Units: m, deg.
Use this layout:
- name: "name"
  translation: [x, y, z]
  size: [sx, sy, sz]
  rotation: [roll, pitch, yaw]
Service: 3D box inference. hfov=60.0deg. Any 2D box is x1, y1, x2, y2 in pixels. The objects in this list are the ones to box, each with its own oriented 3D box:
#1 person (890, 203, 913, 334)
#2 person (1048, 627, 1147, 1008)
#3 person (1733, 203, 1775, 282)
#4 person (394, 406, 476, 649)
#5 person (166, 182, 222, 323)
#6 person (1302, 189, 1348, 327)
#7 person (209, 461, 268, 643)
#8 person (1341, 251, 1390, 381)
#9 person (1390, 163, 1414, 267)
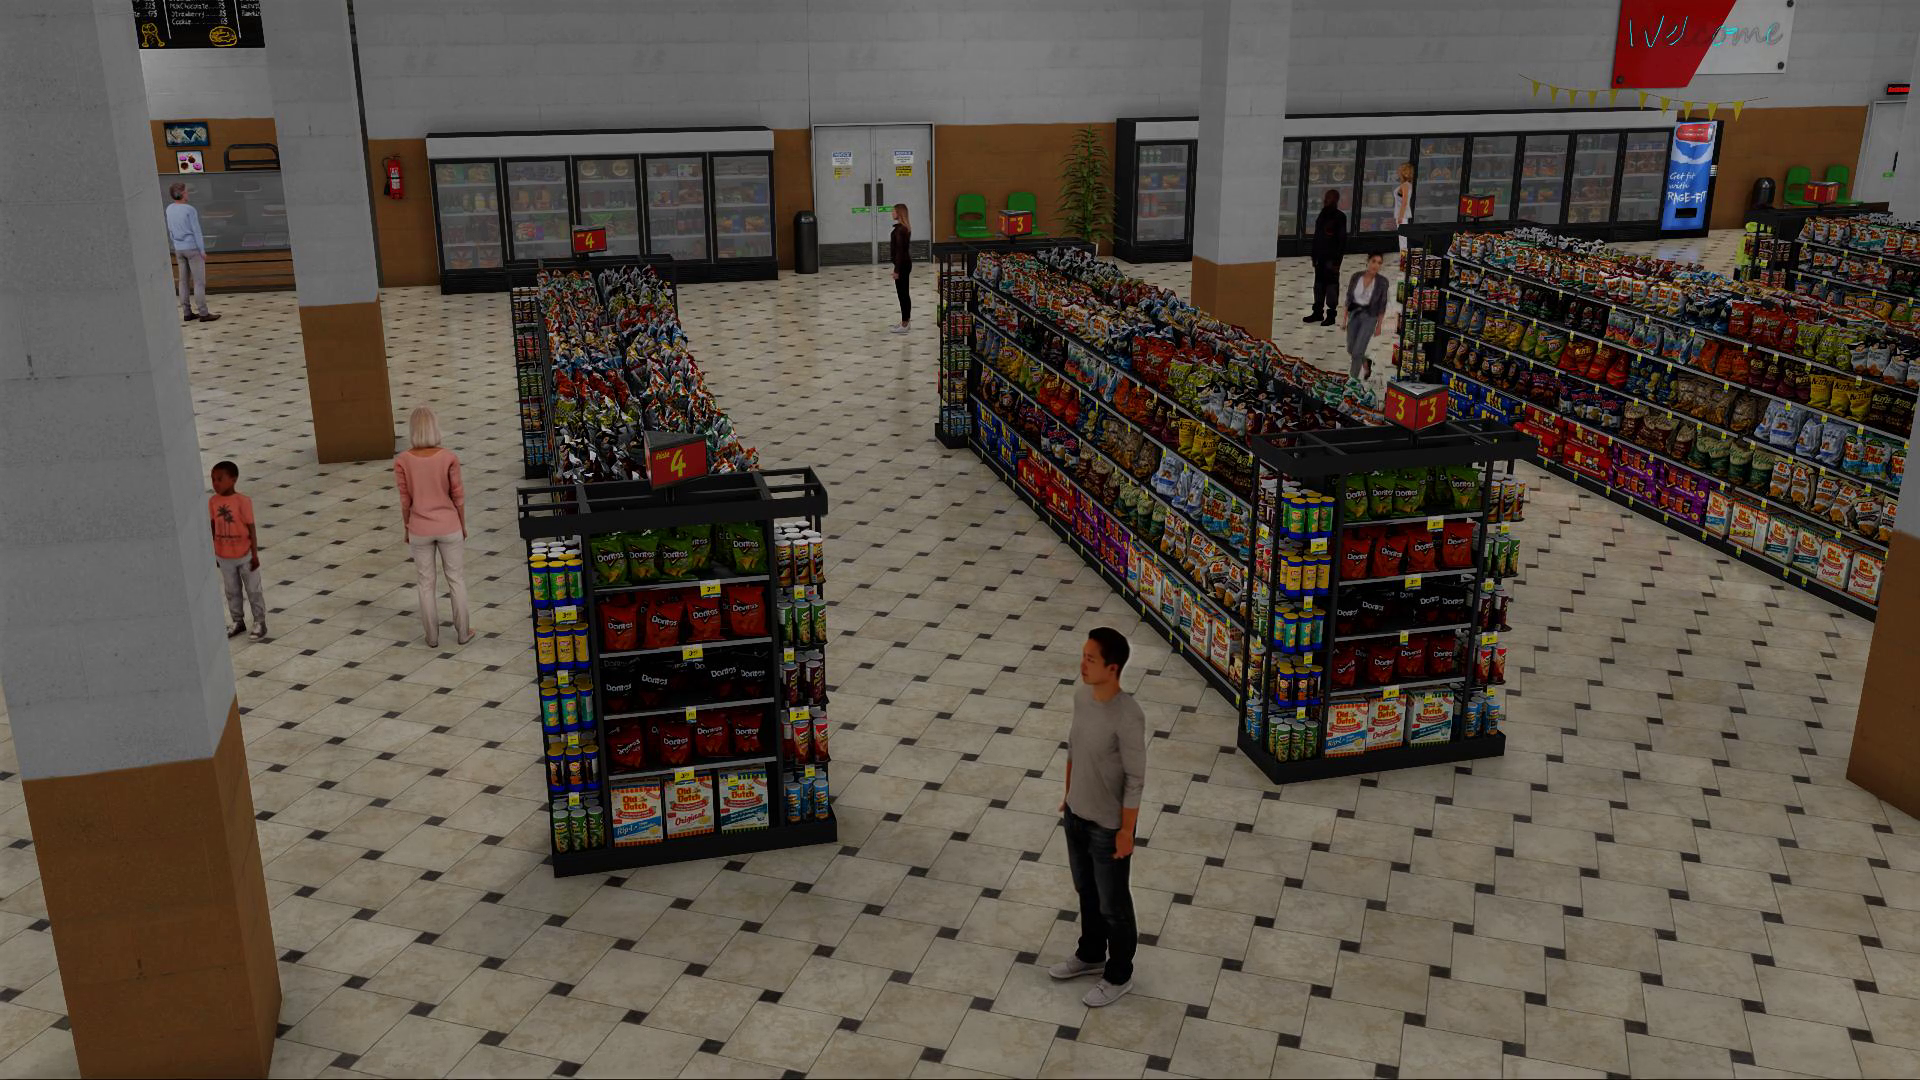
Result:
- name: "person"
  translation: [-0.766, -3.626, 22.158]
  size: [0.734, 1.705, 0.591]
  rotation: [3, 19, 10]
- name: "person"
  translation: [0.655, 1.241, 7.556]
  size: [0.778, 1.811, 0.571]
  rotation: [-10, 21, -28]
- name: "person"
  translation: [9.537, -3.071, 20.076]
  size: [0.900, 1.983, 0.706]
  rotation: [1, 19, 2]
- name: "person"
  translation: [-3.688, -0.096, 11.659]
  size: [0.599, 1.724, 0.513]
  rotation: [-5, 19, -13]
- name: "person"
  translation: [-10.605, -3.961, 22.855]
  size: [0.751, 1.894, 0.773]
  rotation: [7, 20, 19]
- name: "person"
  translation: [5.032, -3.868, 22.687]
  size: [0.822, 1.825, 0.646]
  rotation: [-12, 22, -31]
- name: "person"
  translation: [-5.136, 0.071, 11.812]
  size: [0.551, 1.310, 0.567]
  rotation: [3, 19, 7]
- name: "person"
  translation: [4.552, -2.416, 18.674]
  size: [1.023, 1.639, 1.035]
  rotation: [15, 24, 38]
- name: "person"
  translation: [7.282, -5.351, 27.329]
  size: [0.754, 1.670, 0.657]
  rotation: [6, 20, 18]
